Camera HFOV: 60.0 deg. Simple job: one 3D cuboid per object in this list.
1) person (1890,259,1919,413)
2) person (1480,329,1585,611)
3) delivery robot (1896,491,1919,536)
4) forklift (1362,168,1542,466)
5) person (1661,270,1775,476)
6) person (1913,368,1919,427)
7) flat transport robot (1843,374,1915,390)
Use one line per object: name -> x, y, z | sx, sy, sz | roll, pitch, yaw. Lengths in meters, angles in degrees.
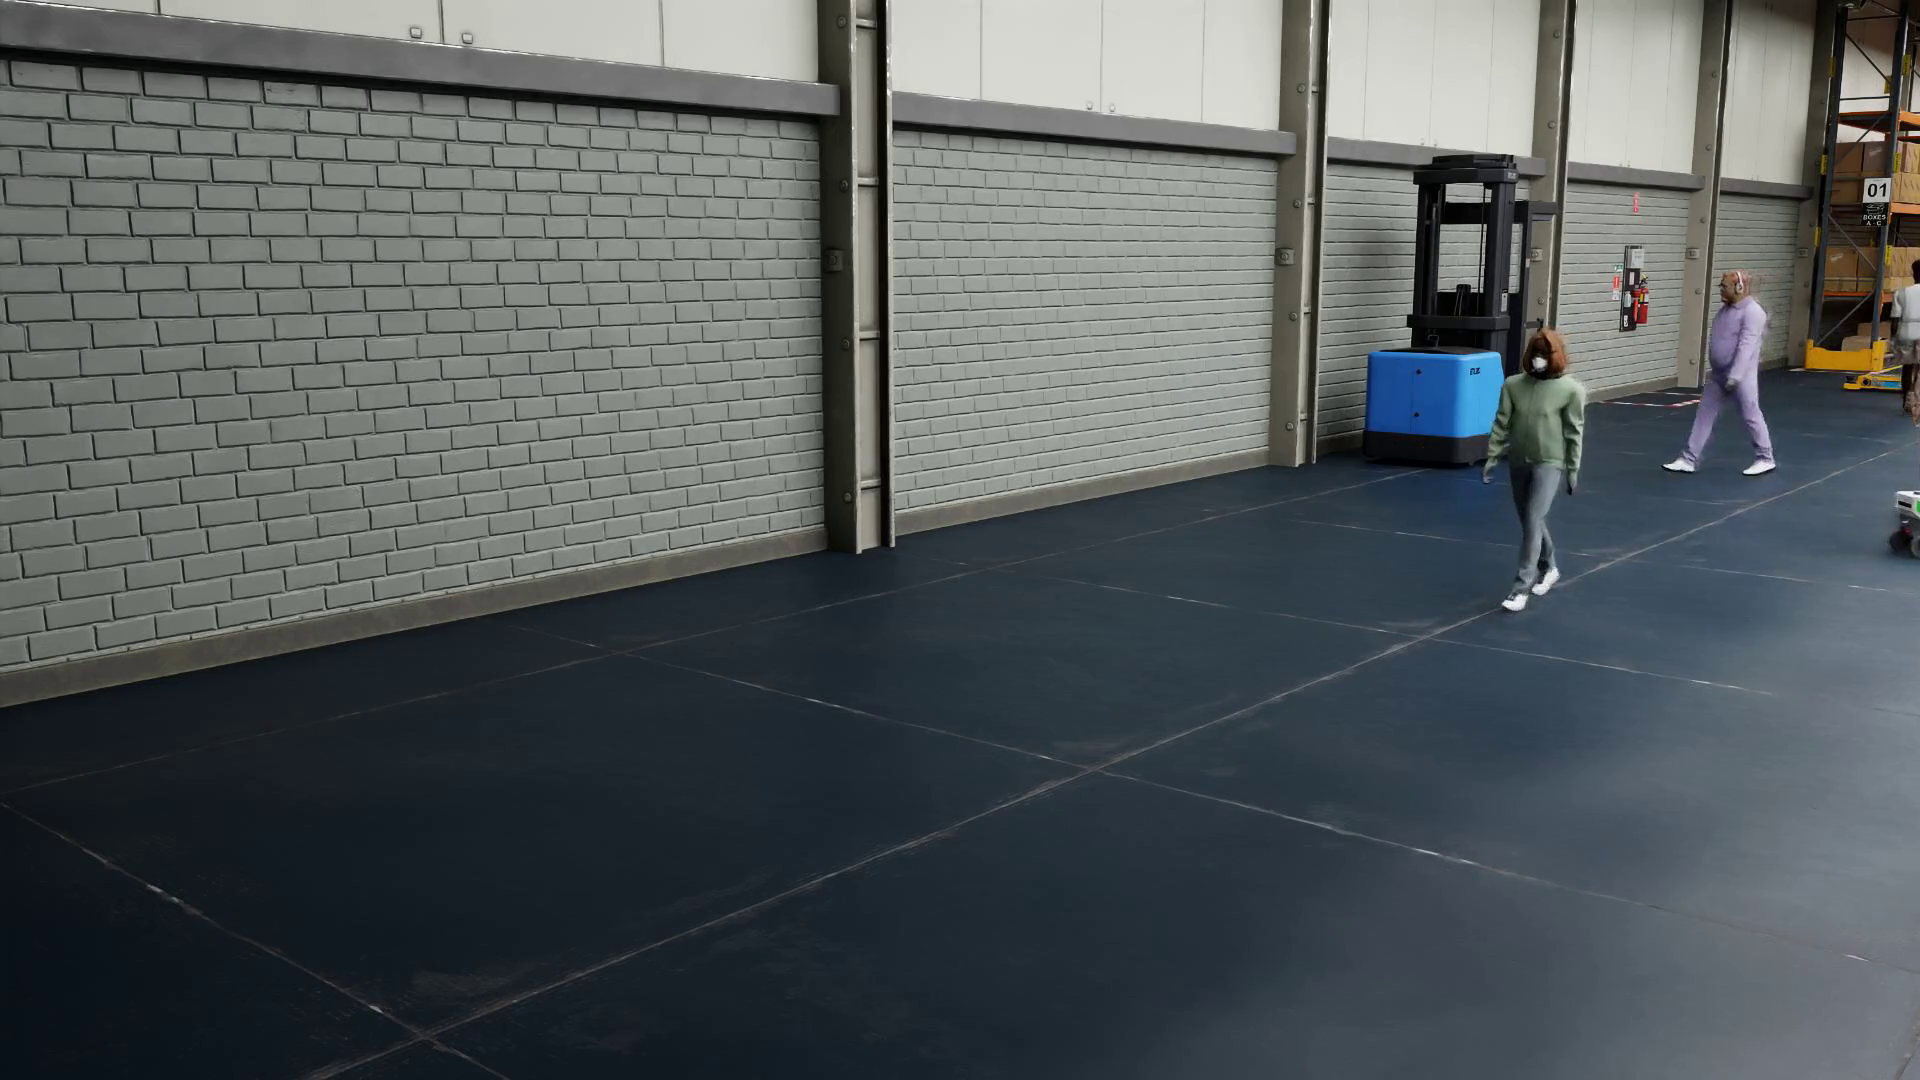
person -> 11.947, -2.548, 20.777 | 0.611, 1.938, 0.858 | 8, 13, 38
person -> 3.355, -0.430, 9.662 | 0.832, 1.596, 0.508 | -9, 14, -42
delivery robot -> 6.732, -0.208, 11.224 | 0.707, 0.478, 0.477 | 1, 10, 4
forklift -> 4.875, -2.212, 16.287 | 1.129, 2.768, 1.873 | 8, 13, 40
person -> 6.975, -1.506, 15.064 | 0.999, 1.858, 0.638 | -2, 10, -11
person -> 7.284, -0.948, 12.151 | 0.549, 1.750, 0.371 | 5, 11, 27
flat transport robot -> 13.633, -2.266, 24.016 | 1.431, 0.197, 0.652 | 8, 13, 40
